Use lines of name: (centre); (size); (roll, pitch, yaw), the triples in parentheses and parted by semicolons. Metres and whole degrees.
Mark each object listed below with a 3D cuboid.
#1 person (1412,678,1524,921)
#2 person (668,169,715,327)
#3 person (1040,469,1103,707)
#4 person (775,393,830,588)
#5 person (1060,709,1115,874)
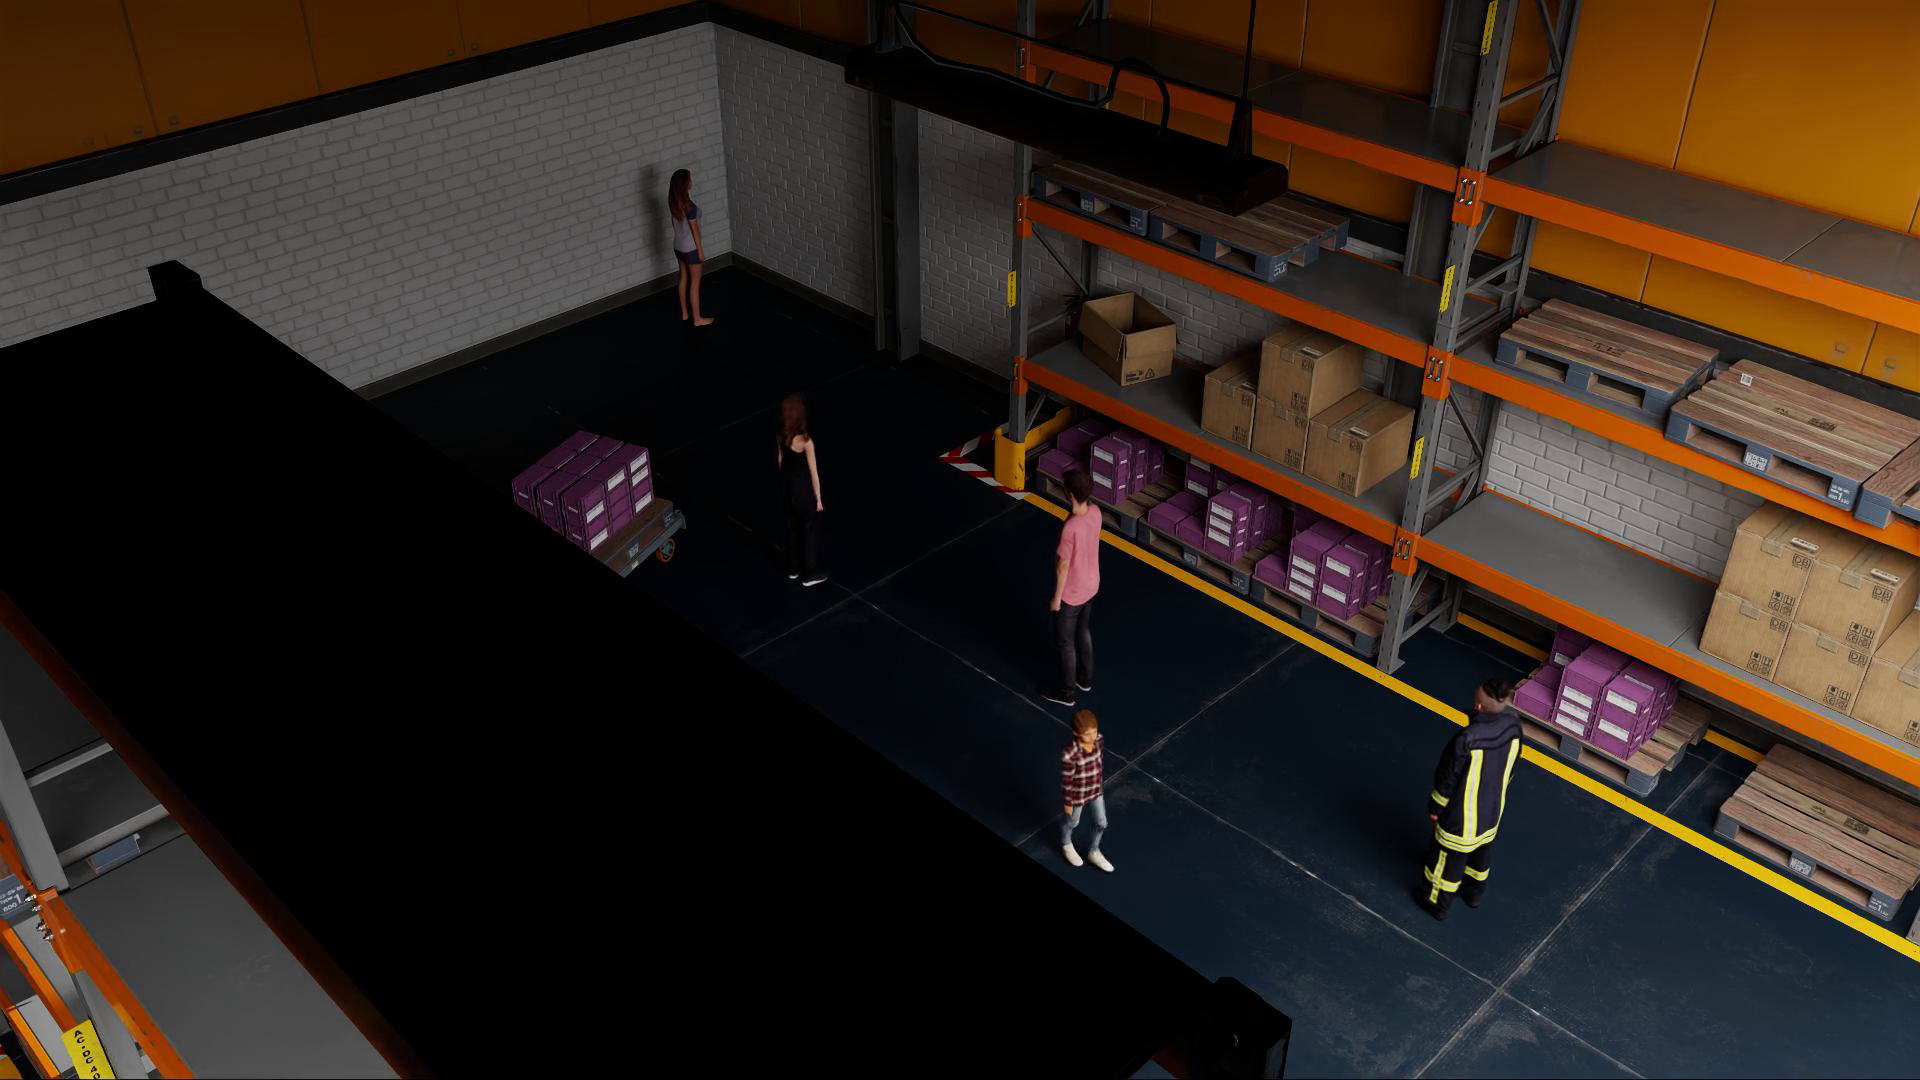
person: (3.219, 1.623, 10.478); (0.826, 1.857, 0.807); (-15, 37, -22)
person: (-2.910, -3.124, 17.732); (0.659, 1.732, 0.492); (-26, 41, -33)
person: (0.864, 0.358, 12.292); (0.637, 1.957, 0.684); (19, 38, 26)
person: (-1.362, -0.408, 13.636); (0.535, 1.744, 0.692); (22, 39, 29)
person: (0.766, 1.608, 11.010); (0.590, 1.294, 0.667); (-22, 39, -29)
